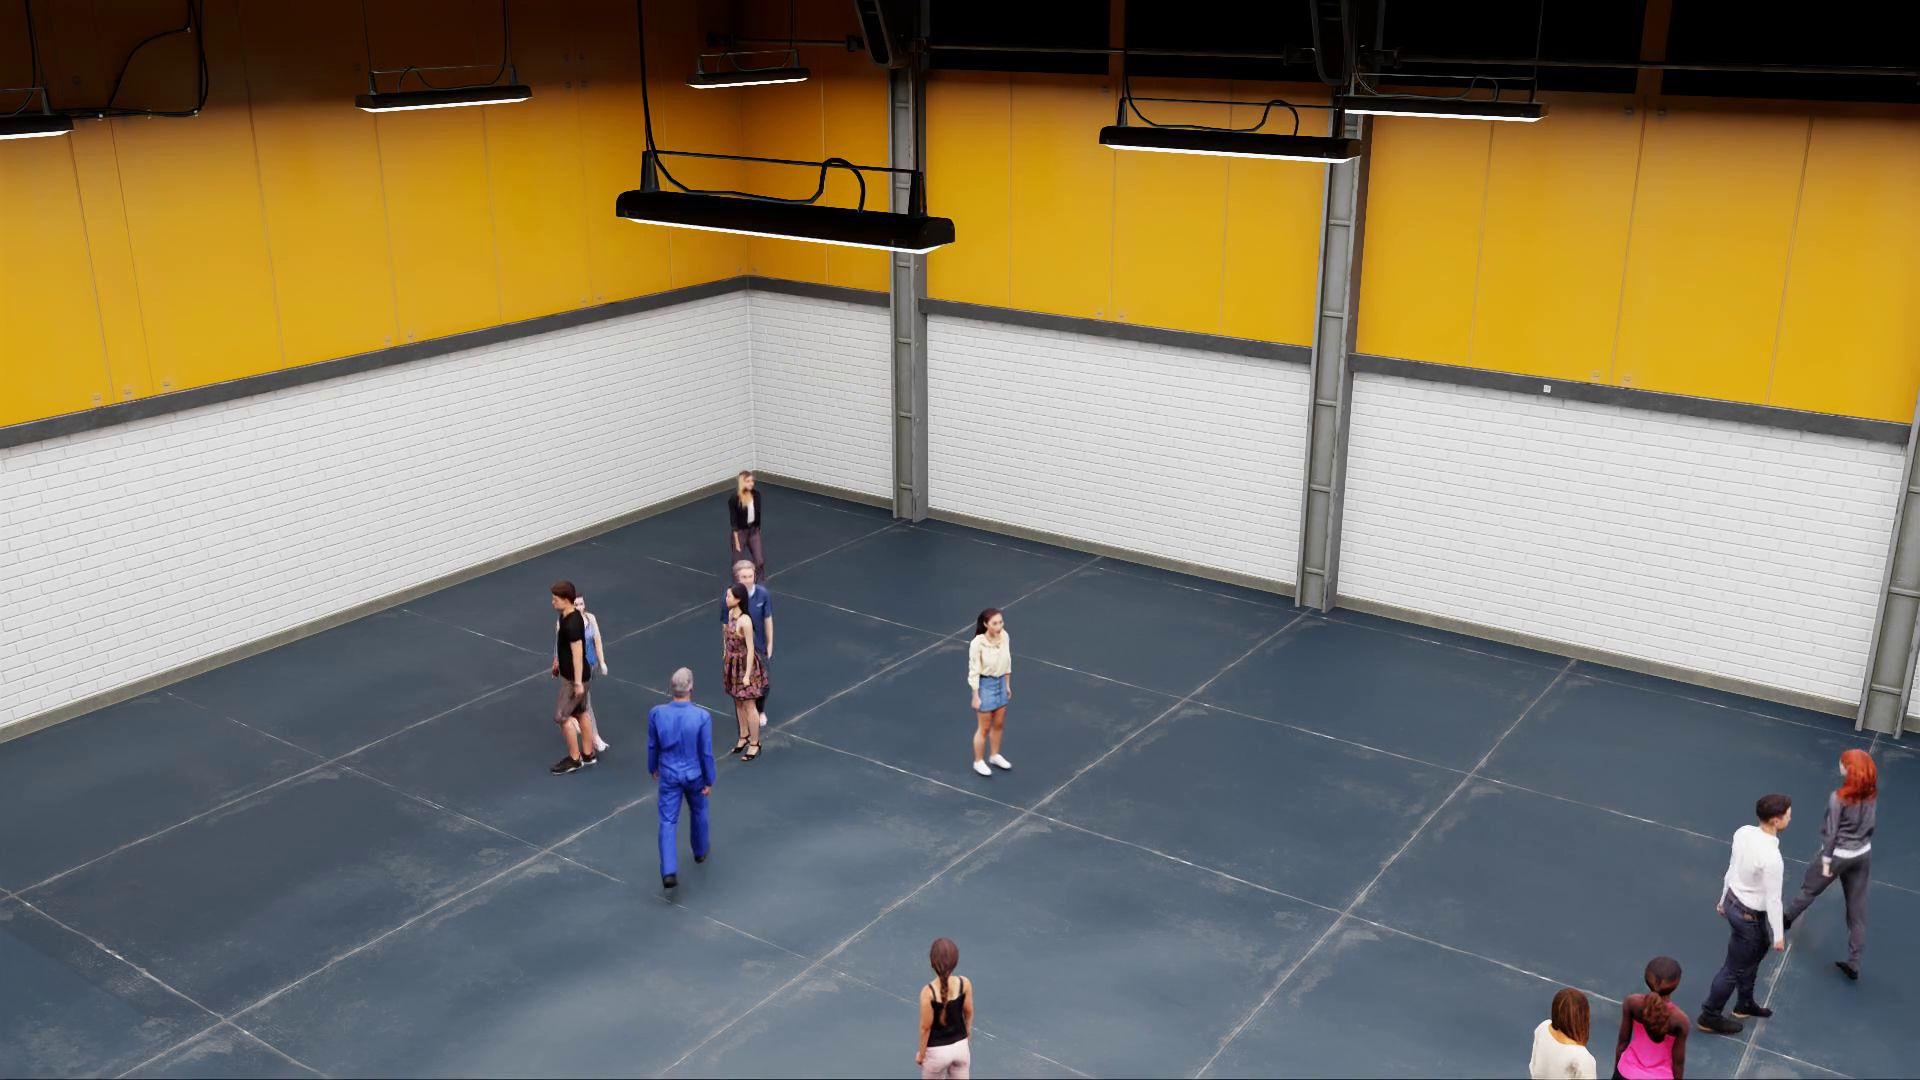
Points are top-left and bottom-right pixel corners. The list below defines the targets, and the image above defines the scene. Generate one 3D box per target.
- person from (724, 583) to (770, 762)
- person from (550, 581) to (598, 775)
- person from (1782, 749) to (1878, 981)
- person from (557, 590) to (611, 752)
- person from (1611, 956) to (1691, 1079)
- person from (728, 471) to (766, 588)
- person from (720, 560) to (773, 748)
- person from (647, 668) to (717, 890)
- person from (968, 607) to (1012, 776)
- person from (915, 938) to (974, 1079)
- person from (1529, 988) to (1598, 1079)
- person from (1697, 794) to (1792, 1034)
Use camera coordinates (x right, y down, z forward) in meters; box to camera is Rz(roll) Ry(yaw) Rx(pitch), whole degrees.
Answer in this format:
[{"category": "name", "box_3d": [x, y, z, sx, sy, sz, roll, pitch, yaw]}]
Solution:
[{"category": "person", "box_3d": [-2.061, 1.235, 15.671, 0.834, 1.773, 0.742, -11, 22, -30]}, {"category": "person", "box_3d": [-3.524, 1.248, 15.514, 0.891, 1.850, 0.822, -4, 19, -12]}, {"category": "person", "box_3d": [6.569, 2.414, 12.237, 1.085, 1.731, 1.164, -4, 19, -10]}, {"category": "person", "box_3d": [-3.684, 1.221, 16.043, 0.701, 1.563, 1.115, -17, 25, -41]}, {"category": "person", "box_3d": [4.039, 3.230, 9.831, 0.472, 1.721, 0.591, 13, 23, 34]}, {"category": "person", "box_3d": [-2.586, -0.035, 19.632, 0.741, 1.654, 0.809, -12, 22, -31]}, {"category": "person", "box_3d": [-2.083, 1.052, 16.086, 0.886, 1.856, 0.960, -7, 20, -20]}, {"category": "person", "box_3d": [-2.283, 1.961, 13.484, 1.220, 1.795, 1.190, 0, 19, 0]}, {"category": "person", "box_3d": [0.280, 1.383, 15.459, 0.694, 1.628, 0.628, -16, 24, -39]}, {"category": "person", "box_3d": [-0.087, 3.160, 10.284, 0.615, 1.564, 0.638, -8, 20, -24]}, {"category": "person", "box_3d": [3.437, 3.327, 9.602, 0.762, 1.683, 0.665, -7, 20, -19]}, {"category": "person", "box_3d": [5.355, 2.594, 11.518, 0.972, 1.849, 0.890, 0, 19, 0]}]
